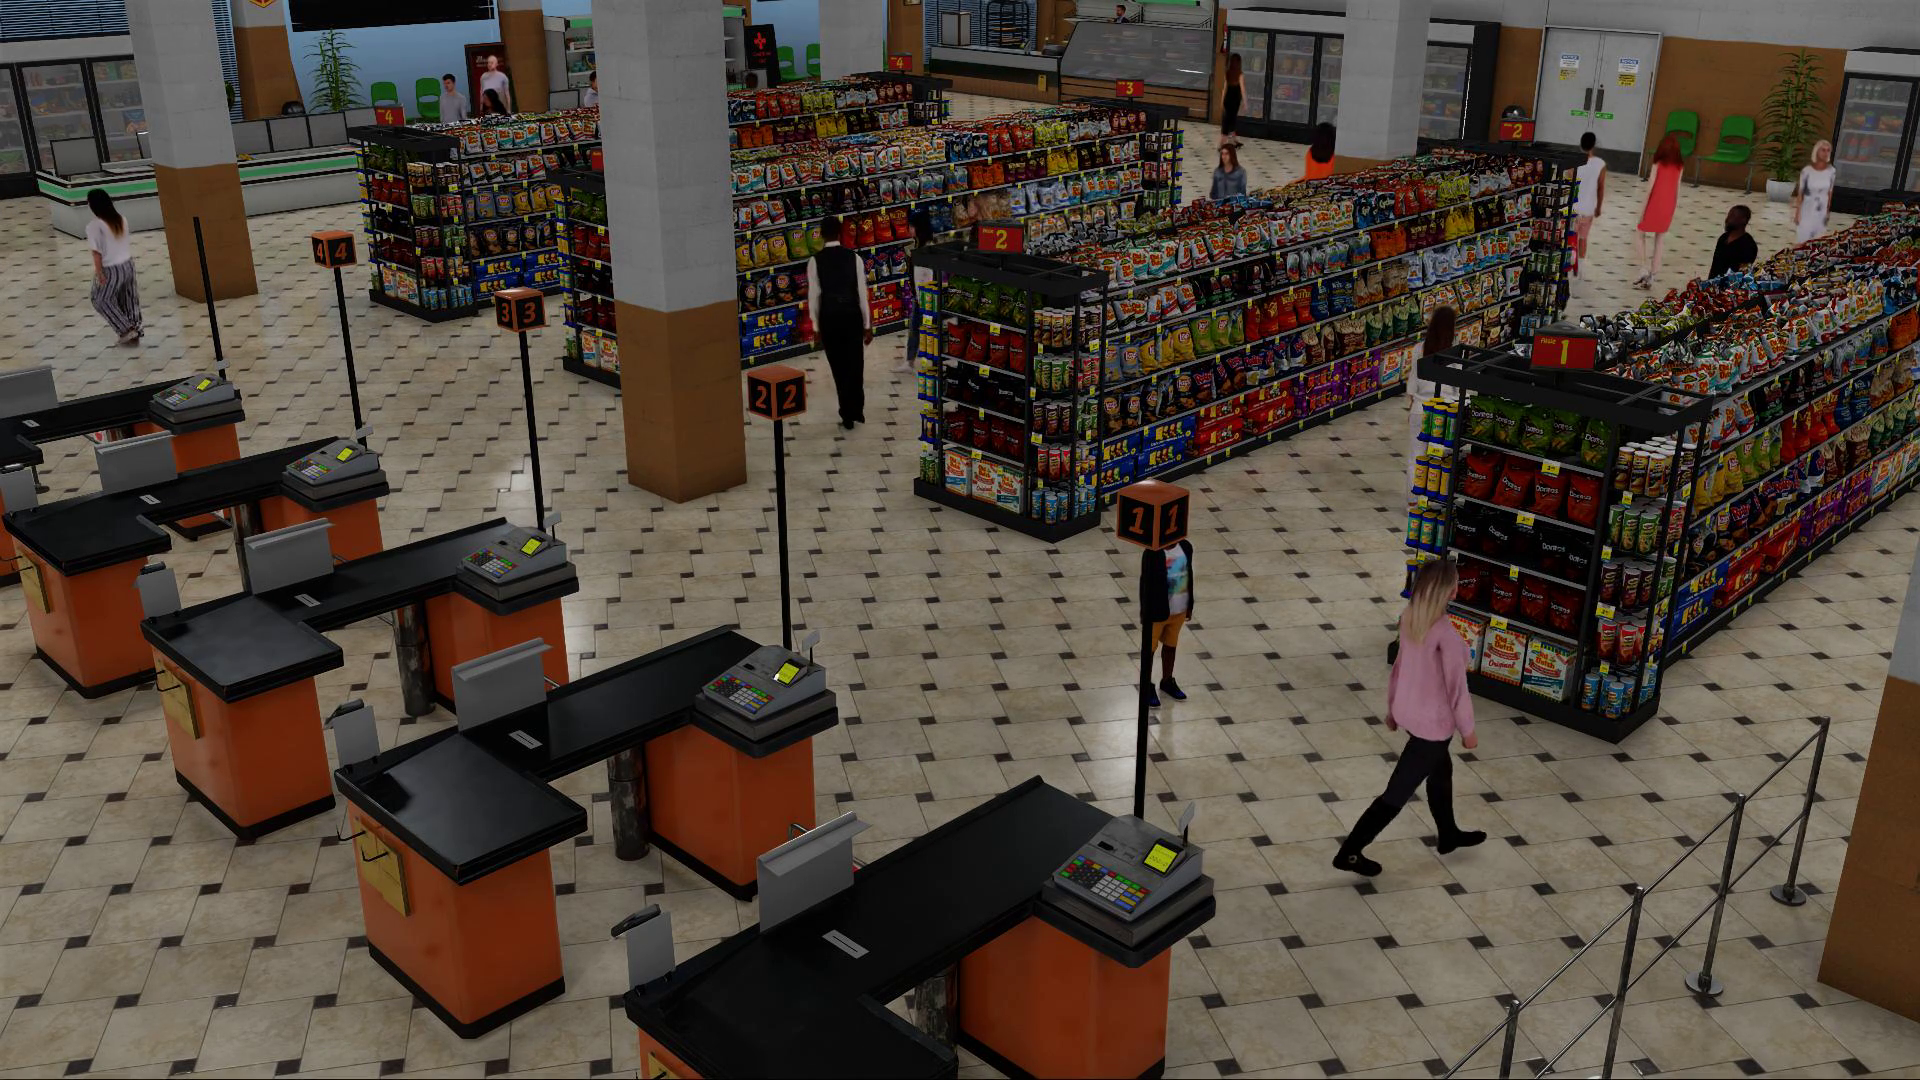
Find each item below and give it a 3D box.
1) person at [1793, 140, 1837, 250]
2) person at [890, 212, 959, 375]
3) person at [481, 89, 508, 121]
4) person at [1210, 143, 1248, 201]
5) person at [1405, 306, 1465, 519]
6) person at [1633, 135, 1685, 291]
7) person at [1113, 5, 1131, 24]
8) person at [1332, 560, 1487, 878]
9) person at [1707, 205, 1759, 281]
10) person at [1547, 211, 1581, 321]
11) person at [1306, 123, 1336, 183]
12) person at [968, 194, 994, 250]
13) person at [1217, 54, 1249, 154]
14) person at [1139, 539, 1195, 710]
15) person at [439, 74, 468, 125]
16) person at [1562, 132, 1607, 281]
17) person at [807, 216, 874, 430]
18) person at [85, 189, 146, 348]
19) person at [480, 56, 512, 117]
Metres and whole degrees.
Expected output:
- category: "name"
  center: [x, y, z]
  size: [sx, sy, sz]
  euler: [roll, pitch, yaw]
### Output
- category: "person"
  center: [10.277, -3.969, 20.134]
  size: [0.697, 1.737, 0.749]
  euler: [1, 22, 3]
- category: "person"
  center: [-0.250, -2.419, 16.445]
  size: [1.163, 1.612, 0.904]
  euler: [-12, 25, -27]
- category: "person"
  center: [-7.150, -6.202, 25.917]
  size: [0.996, 1.570, 1.238]
  euler: [7, 23, 17]
- category: "person"
  center: [3.282, -3.957, 20.176]
  size: [0.768, 1.684, 0.945]
  euler: [12, 25, 28]
- category: "person"
  center: [3.636, -0.968, 12.731]
  size: [0.632, 1.688, 0.588]
  euler: [15, 26, 33]
- category: "person"
  center: [8.353, -3.856, 19.767]
  size: [0.754, 1.802, 0.819]
  euler: [-3, 22, -7]
- category: "person"
  center: [3.712, -11.419, 38.502]
  size: [0.633, 1.867, 0.553]
  euler: [20, 29, 41]
- category: "person"
  center: [2.182, 0.915, 8.098]
  size: [1.186, 1.649, 1.012]
  euler: [-4, 22, -10]
- category: "person"
  center: [7.276, -2.276, 15.812]
  size: [0.763, 1.820, 0.750]
  euler: [-4, 22, -10]
- category: "person"
  center: [6.568, -2.980, 18.304]
  size: [0.568, 1.267, 0.567]
  euler: [-20, 29, -40]
- category: "person"
  center: [4.633, -4.445, 21.330]
  size: [0.753, 1.729, 1.021]
  euler: [13, 25, 29]
- category: "person"
  center: [0.332, -2.658, 16.946]
  size: [1.030, 1.681, 0.908]
  euler: [-5, 22, -13]
- category: "person"
  center: [4.765, -7.727, 29.540]
  size: [0.978, 1.698, 0.652]
  euler: [-16, 27, -35]
- category: "person"
  center: [1.223, 0.371, 9.958]
  size: [0.534, 1.271, 0.632]
  euler: [-12, 25, -27]
- category: "person"
  center: [-7.794, -6.260, 25.694]
  size: [0.694, 1.844, 0.694]
  euler: [7, 23, 17]
- category: "person"
  center: [7.549, -4.005, 20.219]
  size: [1.046, 1.742, 1.233]
  euler: [5, 22, 12]
- category: "person"
  center: [-1.064, -1.848, 14.718]
  size: [0.894, 1.840, 0.963]
  euler: [0, 22, 0]
- category: "person"
  center: [-8.768, -2.822, 17.371]
  size: [0.850, 1.670, 0.749]
  euler: [9, 24, 21]
- category: "person"
  center: [-7.872, -7.315, 28.377]
  size: [1.142, 1.800, 1.316]
  euler: [4, 22, 10]
